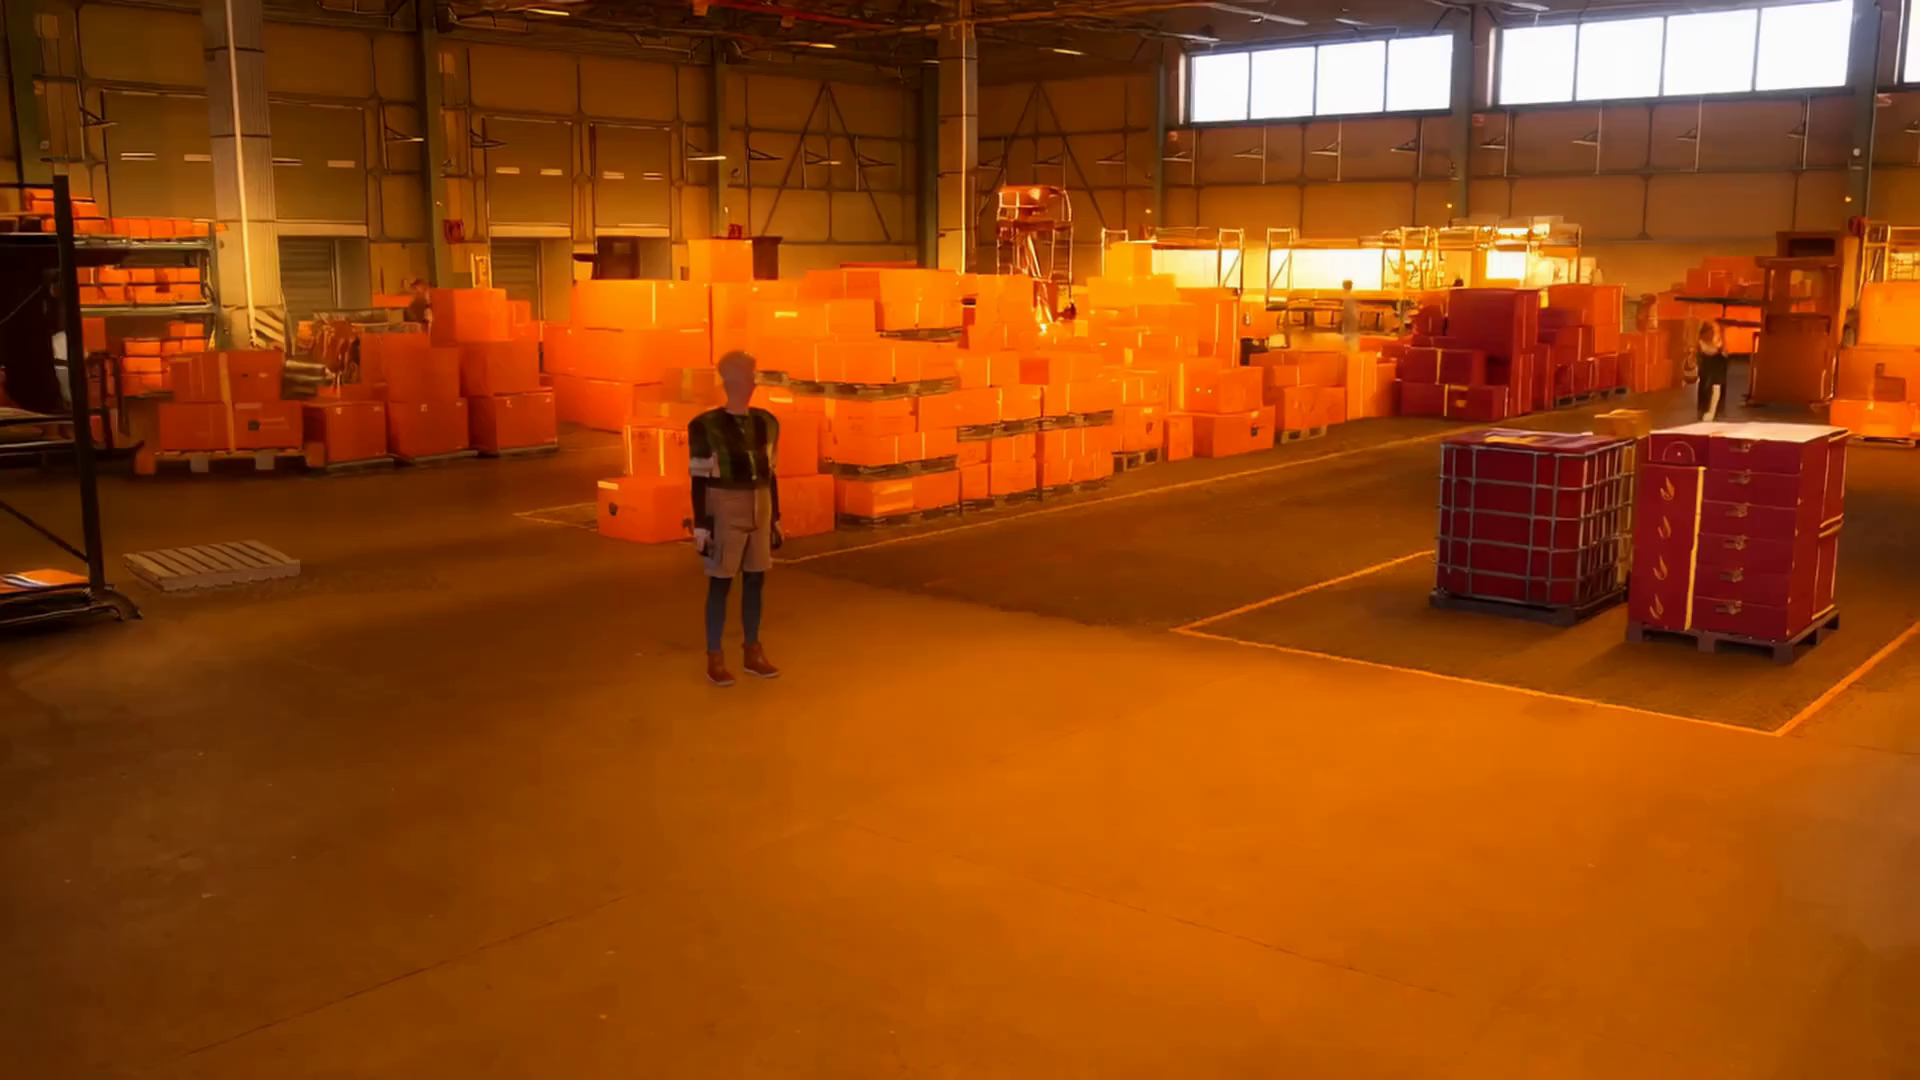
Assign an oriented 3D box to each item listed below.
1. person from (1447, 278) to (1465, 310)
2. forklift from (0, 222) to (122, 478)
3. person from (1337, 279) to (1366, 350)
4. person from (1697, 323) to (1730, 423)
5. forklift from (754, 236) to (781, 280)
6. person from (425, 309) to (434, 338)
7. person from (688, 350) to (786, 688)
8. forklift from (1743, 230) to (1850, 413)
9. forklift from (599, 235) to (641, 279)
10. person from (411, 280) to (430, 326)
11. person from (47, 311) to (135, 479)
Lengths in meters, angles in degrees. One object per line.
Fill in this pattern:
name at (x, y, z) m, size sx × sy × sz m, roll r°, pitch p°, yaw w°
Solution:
person at (10.204, -4.400, 34.123) m, size 0.543 × 1.939 × 0.362 m, roll -2°, pitch 10°, yaw -11°
forklift at (-10.307, -2.092, 18.300) m, size 1.873 × 2.768 × 1.129 m, roll -3°, pitch 10°, yaw -18°
person at (8.417, -4.684, 35.887) m, size 1.012 × 1.893 × 0.639 m, roll 1°, pitch 10°, yaw 4°
person at (7.331, -1.208, 16.268) m, size 0.877 × 1.835 × 0.550 m, roll 3°, pitch 10°, yaw 15°
forklift at (-4.607, -5.916, 40.076) m, size 1.873 × 2.768 × 1.129 m, roll 2°, pitch 10°, yaw 14°
person at (-8.292, -2.869, 26.368) m, size 0.540 × 1.587 × 0.846 m, roll 4°, pitch 11°, yaw 23°
person at (-1.291, -0.128, 9.722) m, size 0.613 × 1.963 × 0.361 m, roll -8°, pitch 13°, yaw -40°
forklift at (13.293, -3.476, 26.183) m, size 1.129 × 2.768 × 1.873 m, roll 8°, pitch 13°, yaw 39°
forklift at (-7.658, -5.503, 37.722) m, size 1.873 × 2.768 × 1.129 m, roll 8°, pitch 13°, yaw 40°
person at (-11.147, -4.395, 34.228) m, size 0.956 × 1.908 × 0.540 m, roll 2°, pitch 10°, yaw 13°
person at (-9.691, -1.602, 18.335) m, size 1.035 × 1.879 × 0.647 m, roll 1°, pitch 10°, yaw 3°
